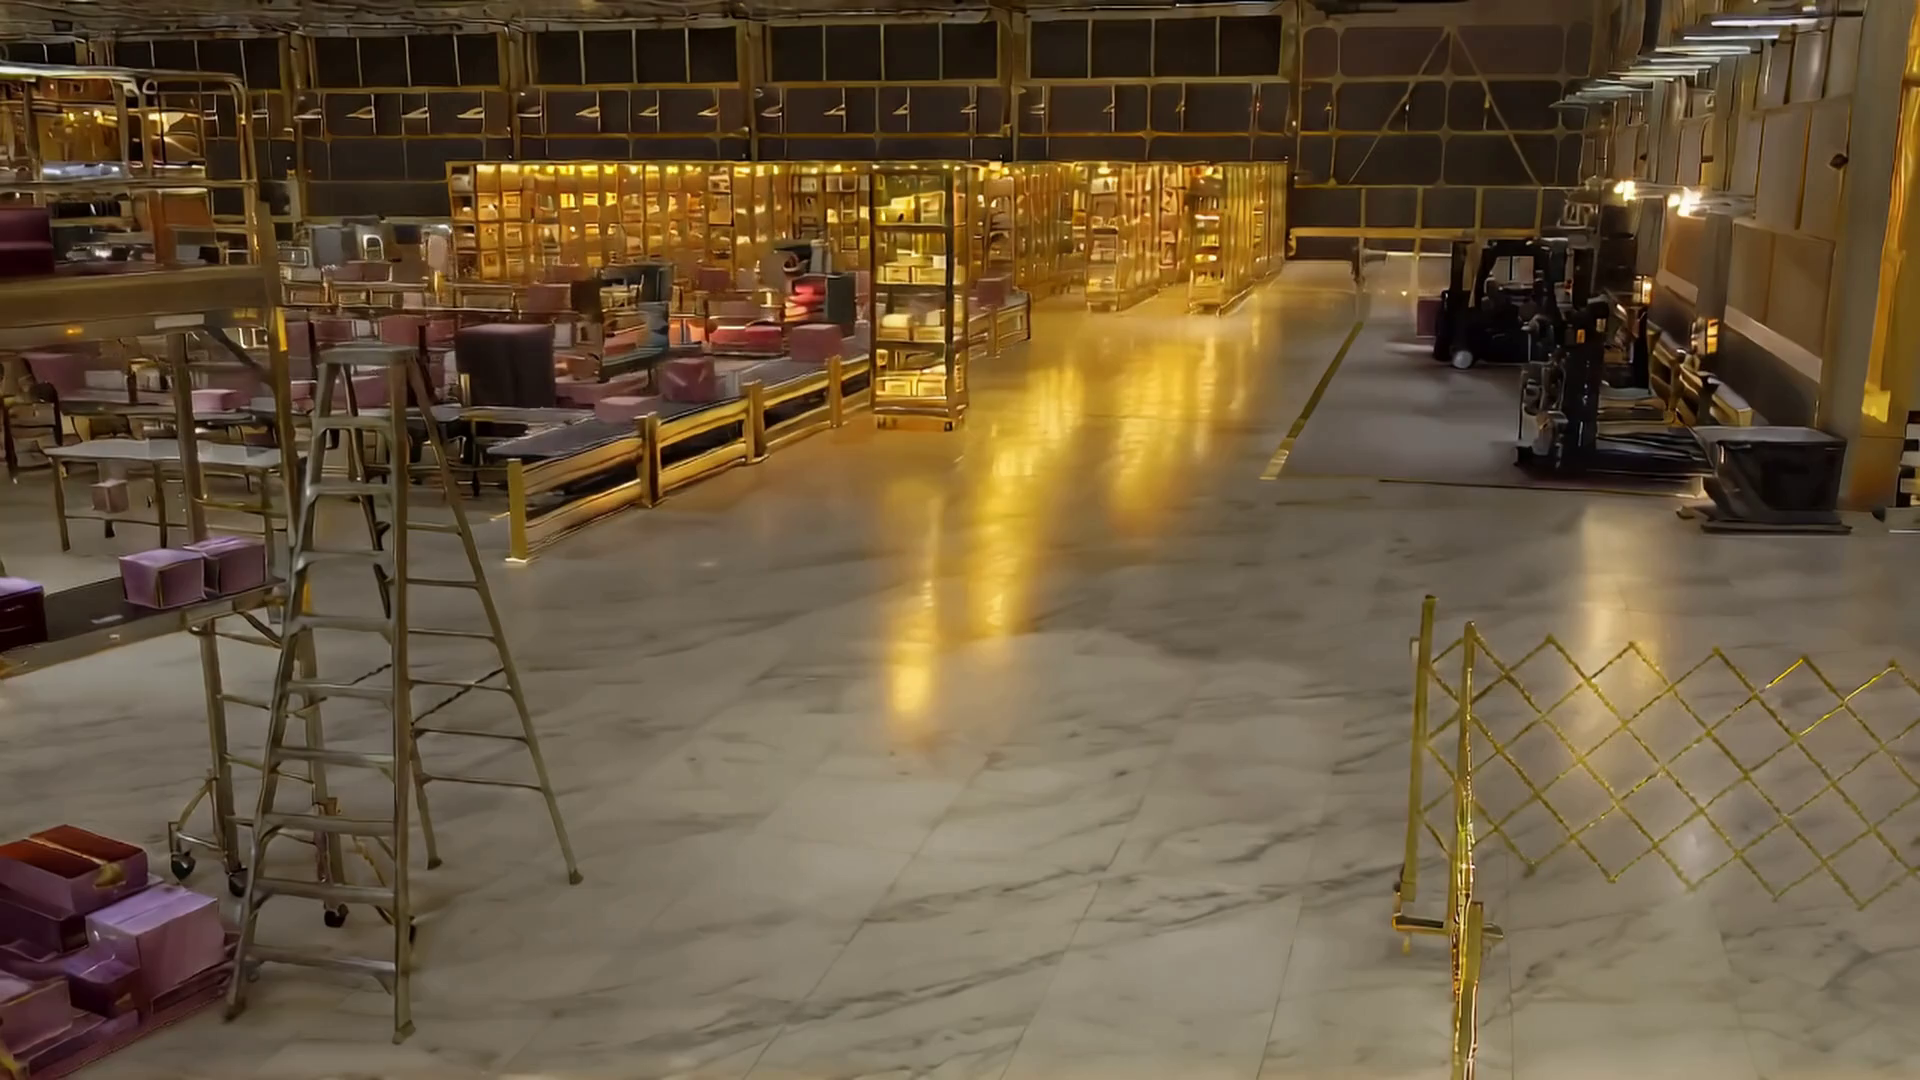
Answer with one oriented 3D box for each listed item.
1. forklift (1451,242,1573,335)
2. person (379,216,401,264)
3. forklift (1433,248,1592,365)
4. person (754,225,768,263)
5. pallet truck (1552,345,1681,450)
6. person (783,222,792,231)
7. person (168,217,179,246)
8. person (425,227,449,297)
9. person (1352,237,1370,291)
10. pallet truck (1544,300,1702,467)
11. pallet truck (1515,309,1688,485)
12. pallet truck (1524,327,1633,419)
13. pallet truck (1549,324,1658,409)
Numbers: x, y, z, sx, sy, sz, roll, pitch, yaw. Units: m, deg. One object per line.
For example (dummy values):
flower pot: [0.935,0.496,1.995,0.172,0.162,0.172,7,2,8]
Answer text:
forklift: [10.464,-4.597,31.405,2.680,1.987,1.157,4,14,16]
person: [-20.091,-10.500,58.218,0.490,1.700,0.879,12,18,43]
forklift: [9.780,-4.111,29.280,2.680,1.987,1.157,3,13,14]
person: [-6.059,-8.838,50.462,0.686,1.954,0.722,-4,14,-15]
pallet truck: [8.641,-1.896,21.908,1.630,1.274,0.653,4,14,16]
person: [-5.232,-8.667,49.956,0.566,1.849,0.387,-3,13,-14]
person: [-24.482,-9.061,51.446,0.602,1.948,0.387,-6,14,-23]
person: [-14.040,-7.466,44.724,0.656,1.877,0.809,-12,18,-42]
person: [9.743,-6.448,40.444,0.404,1.824,0.586,8,15,32]
pallet truck: [8.263,-1.952,20.631,1.885,1.965,0.823,5,14,20]
pallet truck: [7.554,-1.677,19.446,1.885,1.965,0.823,3,13,14]
pallet truck: [9.065,-2.460,24.370,1.522,1.261,0.704,3,13,14]
pallet truck: [9.824,-2.669,25.407,1.601,1.201,0.680,4,14,16]
